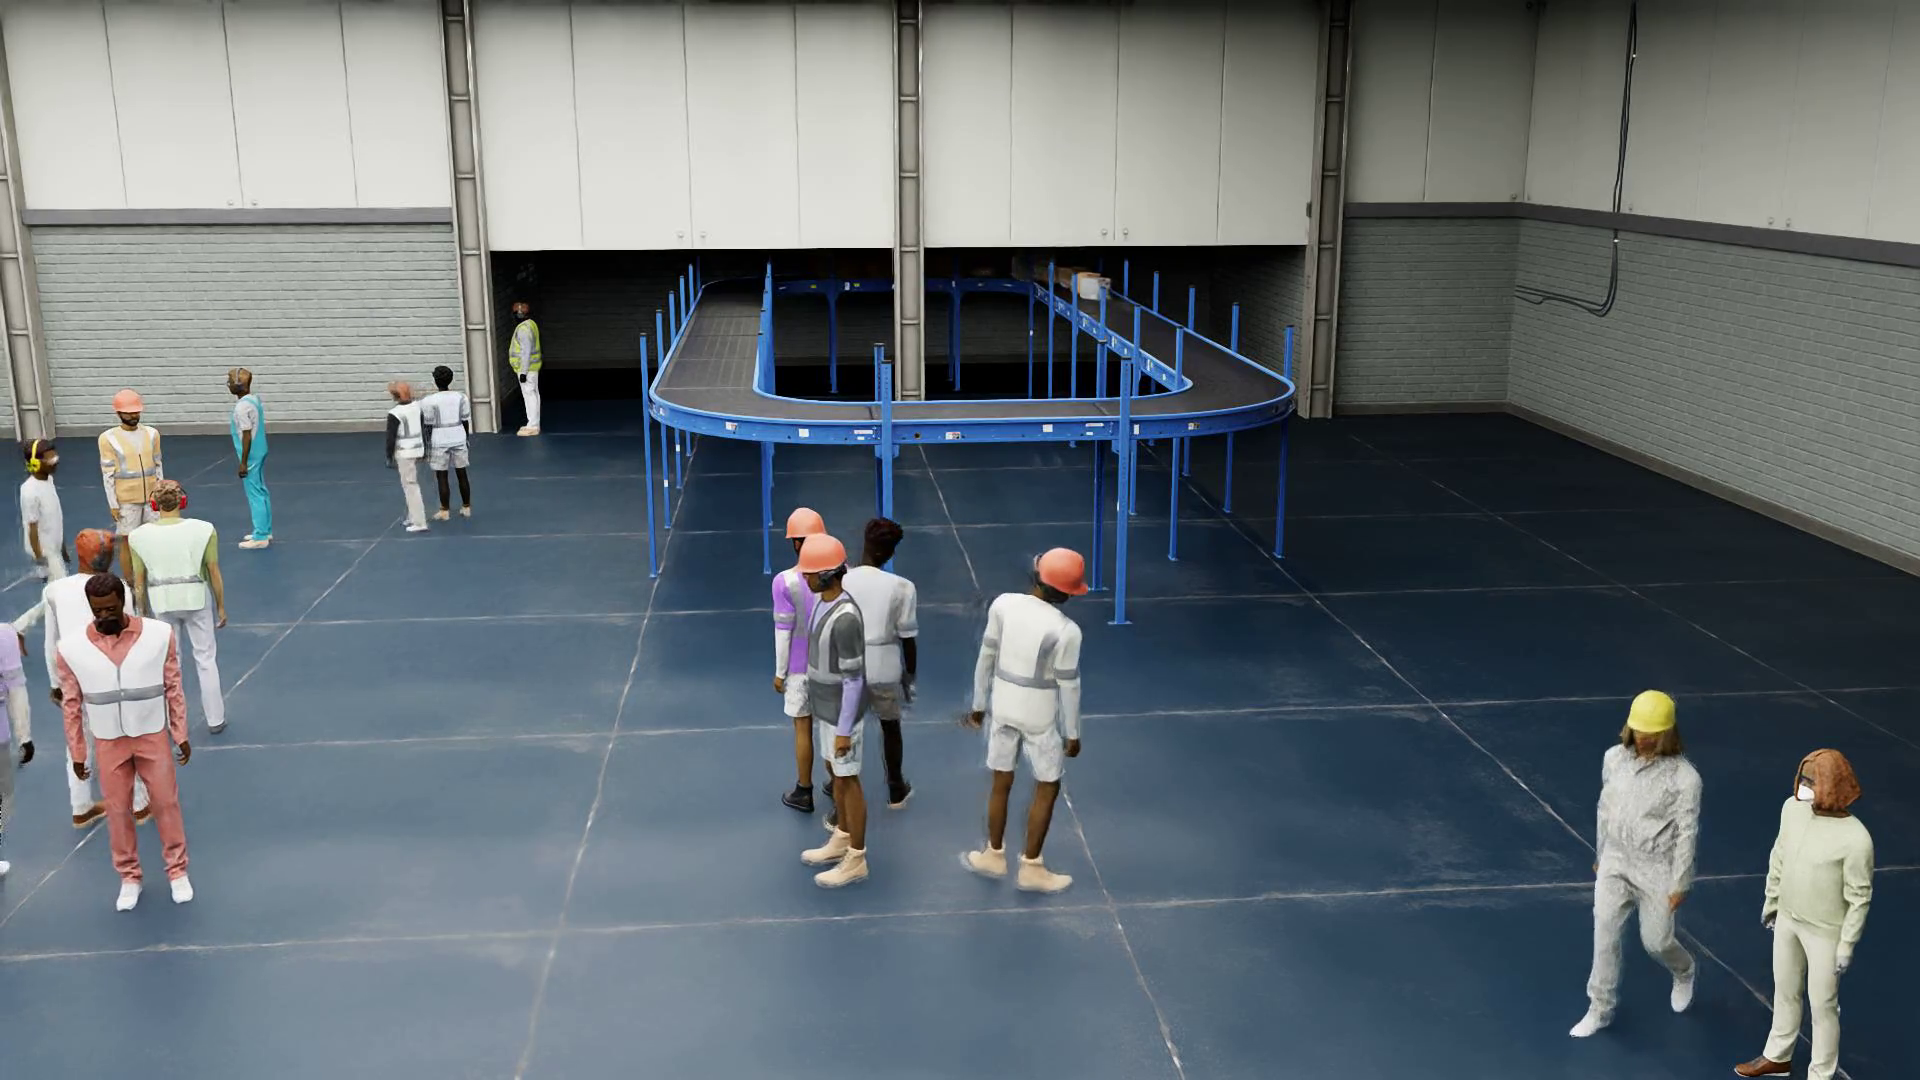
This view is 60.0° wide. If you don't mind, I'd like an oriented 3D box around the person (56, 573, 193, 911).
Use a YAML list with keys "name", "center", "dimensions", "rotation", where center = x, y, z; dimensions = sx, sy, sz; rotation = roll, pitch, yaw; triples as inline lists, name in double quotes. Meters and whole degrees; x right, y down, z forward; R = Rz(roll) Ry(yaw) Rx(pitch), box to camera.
- name: "person"
  center: [-4.548, 1.083, 9.101]
  dimensions: [0.603, 1.906, 0.405]
  rotation: [-6, 15, -24]

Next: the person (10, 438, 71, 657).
- name: "person"
  center: [-7.264, 0.105, 13.128]
  dimensions: [0.626, 1.849, 0.536]
  rotation: [-4, 15, -15]

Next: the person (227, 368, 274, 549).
- name: "person"
  center: [-7.213, -0.832, 16.880]
  dimensions: [0.341, 1.845, 0.511]
  rotation: [-2, 14, -9]

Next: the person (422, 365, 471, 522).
- name: "person"
  center: [-5.559, -1.047, 18.040]
  dimensions: [0.541, 1.696, 0.315]
  rotation: [-13, 19, -42]

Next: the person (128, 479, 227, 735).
- name: "person"
  center: [-5.438, 0.490, 11.614]
  dimensions: [0.560, 1.836, 0.395]
  rotation: [-5, 15, -18]

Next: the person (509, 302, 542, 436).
- name: "person"
  center: [-6.015, -2.368, 23.034]
  dimensions: [0.430, 1.845, 0.621]
  rotation: [-1, 14, -4]

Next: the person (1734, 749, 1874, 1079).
- name: "person"
  center: [3.700, 1.683, 7.245]
  dimensions: [0.264, 1.632, 0.507]
  rotation: [-4, 15, -15]

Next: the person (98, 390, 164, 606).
- name: "person"
  center: [-7.370, -0.388, 14.915]
  dimensions: [0.354, 1.939, 0.545]
  rotation: [10, 17, 34]

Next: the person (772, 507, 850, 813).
- name: "person"
  center: [-0.927, 0.746, 10.386]
  dimensions: [0.543, 1.934, 0.362]
  rotation: [-9, 17, -32]

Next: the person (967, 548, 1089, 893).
- name: "person"
  center: [0.354, 0.985, 9.351]
  dimensions: [0.764, 1.993, 0.393]
  rotation: [10, 17, 36]

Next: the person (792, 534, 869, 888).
- name: "person"
  center: [-0.721, 0.954, 9.347]
  dimensions: [0.403, 2.036, 0.609]
  rotation: [-4, 15, -15]

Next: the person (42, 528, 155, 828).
- name: "person"
  center: [-5.236, 0.852, 10.106]
  dimensions: [0.642, 1.875, 0.419]
  rotation: [2, 14, 10]

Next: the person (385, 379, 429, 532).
- name: "person"
  center: [-5.870, -0.887, 17.519]
  dimensions: [0.548, 1.620, 0.527]
  rotation: [4, 15, 17]

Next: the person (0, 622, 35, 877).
- name: "person"
  center: [-5.446, 1.080, 9.130]
  dimensions: [0.618, 1.893, 0.724]
  rotation: [-3, 14, -11]

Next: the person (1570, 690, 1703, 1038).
- name: "person"
  center: [3.226, 1.506, 7.804]
  dimensions: [0.647, 1.733, 0.495]
  rotation: [-10, 17, -36]

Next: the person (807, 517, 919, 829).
- name: "person"
  center: [-0.582, 0.814, 10.182]
  dimensions: [0.698, 1.911, 0.674]
  rotation: [-1, 14, -5]
